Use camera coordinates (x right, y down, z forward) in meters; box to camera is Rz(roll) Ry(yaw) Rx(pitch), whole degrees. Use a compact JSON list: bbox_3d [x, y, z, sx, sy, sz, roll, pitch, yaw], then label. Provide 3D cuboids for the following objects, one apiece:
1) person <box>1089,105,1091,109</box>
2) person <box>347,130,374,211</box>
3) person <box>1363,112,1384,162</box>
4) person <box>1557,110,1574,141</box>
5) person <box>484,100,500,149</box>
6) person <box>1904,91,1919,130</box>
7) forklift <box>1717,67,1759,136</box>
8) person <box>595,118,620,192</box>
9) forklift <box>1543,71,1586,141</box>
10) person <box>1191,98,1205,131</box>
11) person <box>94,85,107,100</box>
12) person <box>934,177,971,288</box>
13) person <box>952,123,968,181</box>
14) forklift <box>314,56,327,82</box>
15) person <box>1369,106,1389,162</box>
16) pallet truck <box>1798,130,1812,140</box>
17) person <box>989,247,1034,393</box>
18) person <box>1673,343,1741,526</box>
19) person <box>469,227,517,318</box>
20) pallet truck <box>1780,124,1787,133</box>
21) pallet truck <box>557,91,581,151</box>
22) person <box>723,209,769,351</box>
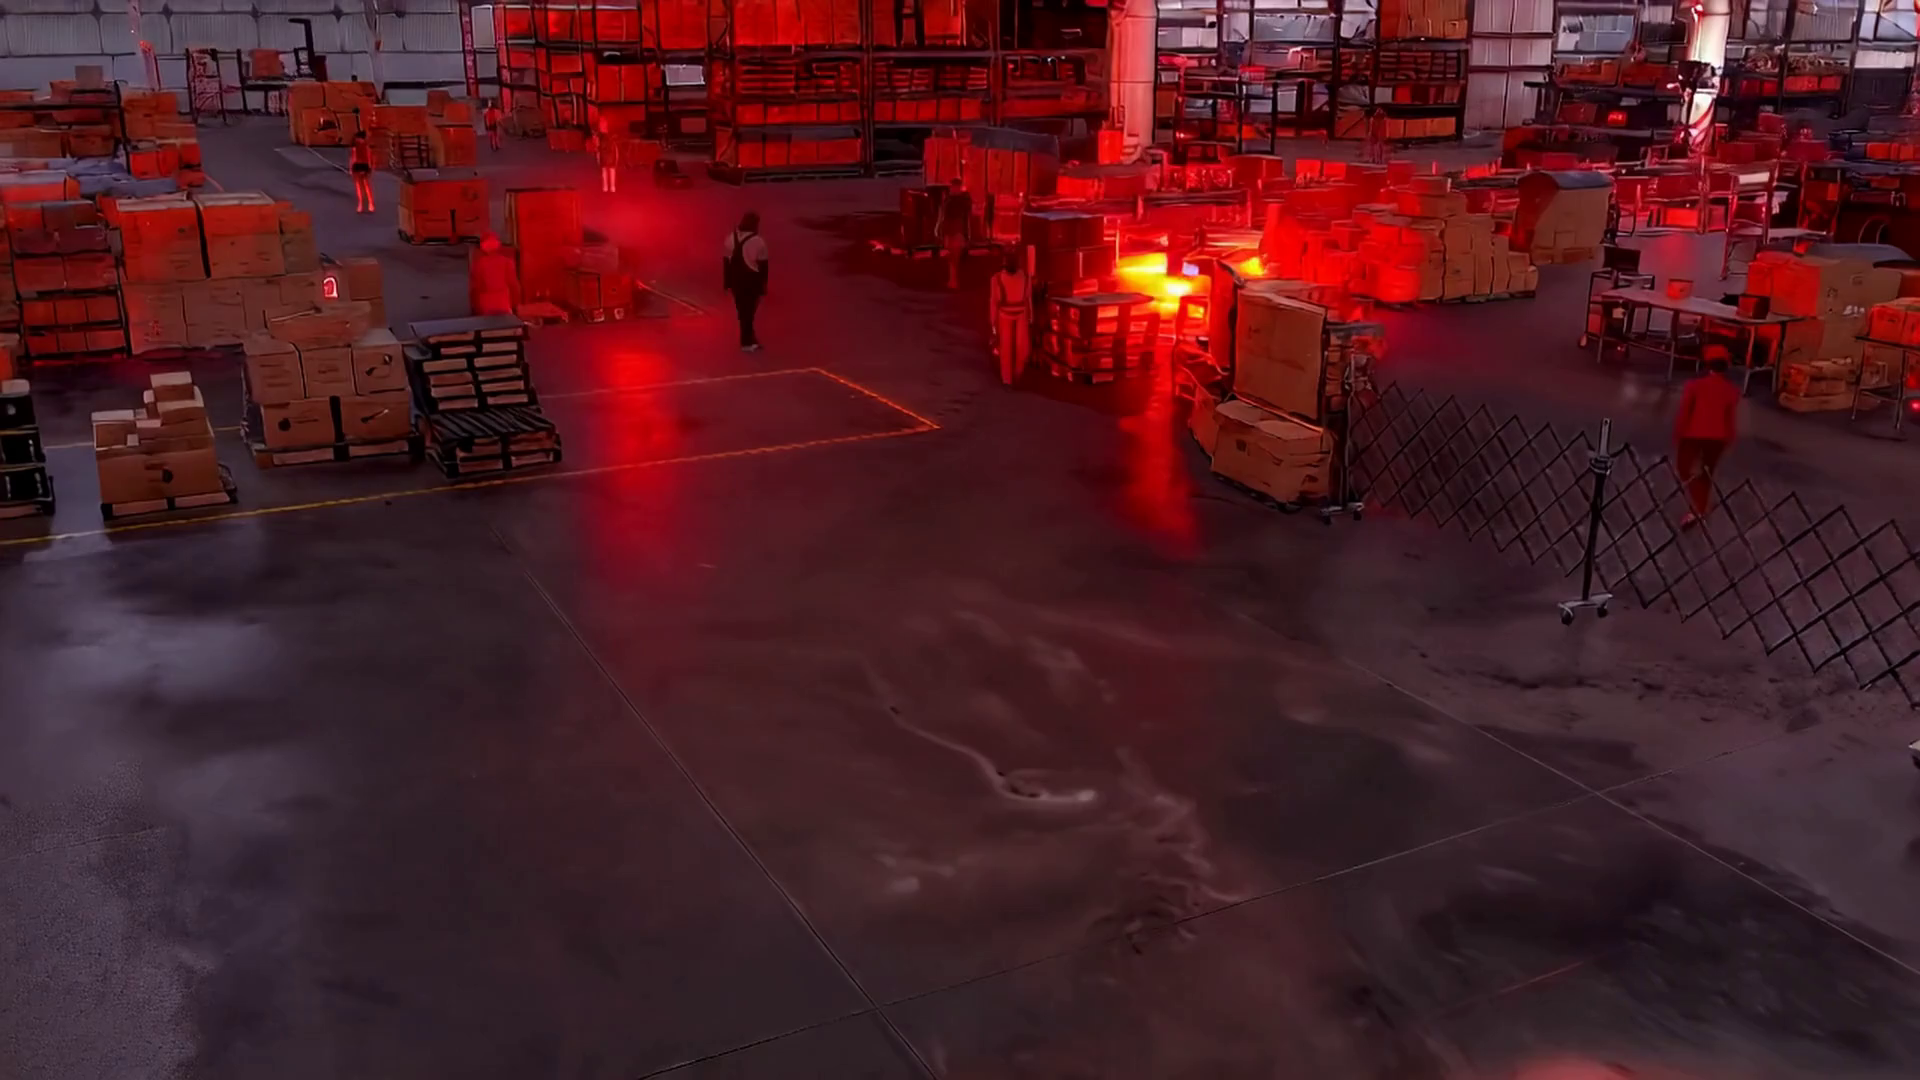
[{"bbox_3d":[4.663,-15.479,60.684,0.858,1.882,0.718,5,19,16],"label":"person"},{"bbox_3d":[-14.513,-8.935,40.235,0.542,1.928,0.399,-13,22,-35],"label":"person"},{"bbox_3d":[13.116,-12.694,52.464,0.635,1.612,0.500,2,18,7],"label":"person"},{"bbox_3d":[18.359,-12.173,50.559,0.940,1.787,0.615,-10,20,-28],"label":"person"},{"bbox_3d":[-16.239,-14.388,57.642,0.602,1.657,0.347,6,19,19],"label":"person"},{"bbox_3d":[33.671,-14.856,58.687,0.633,1.925,0.448,15,23,39],"label":"person"},{"bbox_3d":[26.296,-14.510,56.071,1.129,2.768,1.873,-9,20,-26],"label":"forklift"},{"bbox_3d":[-9.351,-10.216,44.181,0.628,1.943,0.572,-4,18,-12],"label":"person"},{"bbox_3d":[18.685,-13.231,52.085,1.873,2.768,1.129,-9,20,-26],"label":"forklift"},{"bbox_3d":[8.819,-15.748,61.657,0.572,1.818,0.886,-8,19,-22],"label":"person"},{"bbox_3d":[-33.171,-16.580,64.160,0.625,1.871,0.748,4,18,14],"label":"person"},{"bbox_3d":[-0.117,-5.421,29.315,0.617,1.891,0.798,-5,18,-15],"label":"person"},{"bbox_3d":[0.002,-10.741,46.273,0.717,1.665,0.594,-5,18,-15],"label":"person"},{"bbox_3d":[-26.219,-18.484,68.460,1.873,2.768,1.129,-9,20,-26],"label":"forklift"},{"bbox_3d":[12.561,-12.072,50.062,0.396,1.901,0.643,-10,21,-29],"label":"person"},{"bbox_3d":[25.526,-11.556,49.408,1.630,1.274,0.653,-9,20,-26],"label":"pallet truck"},{"bbox_3d":[0.670,-2.782,21.135,0.615,1.866,0.467,-6,19,-17],"label":"person"},{"bbox_3d":[7.030,-0.983,15.703,0.551,1.752,0.376,3,18,10],"label":"person"},{"bbox_3d":[-6.092,-3.082,21.827,0.612,2.025,0.709,-11,21,-30],"label":"person"},{"bbox_3d":[25.206,-12.542,52.601,1.601,1.201,0.680,0,18,-2],"label":"pallet truck"},{"bbox_3d":[-13.495,-14.412,57.188,0.823,1.965,1.885,-3,18,-9],"label":"pallet truck"},{"bbox_3d":[-3.020,-3.785,23.989,0.700,2.000,0.827,11,21,30],"label":"person"}]
